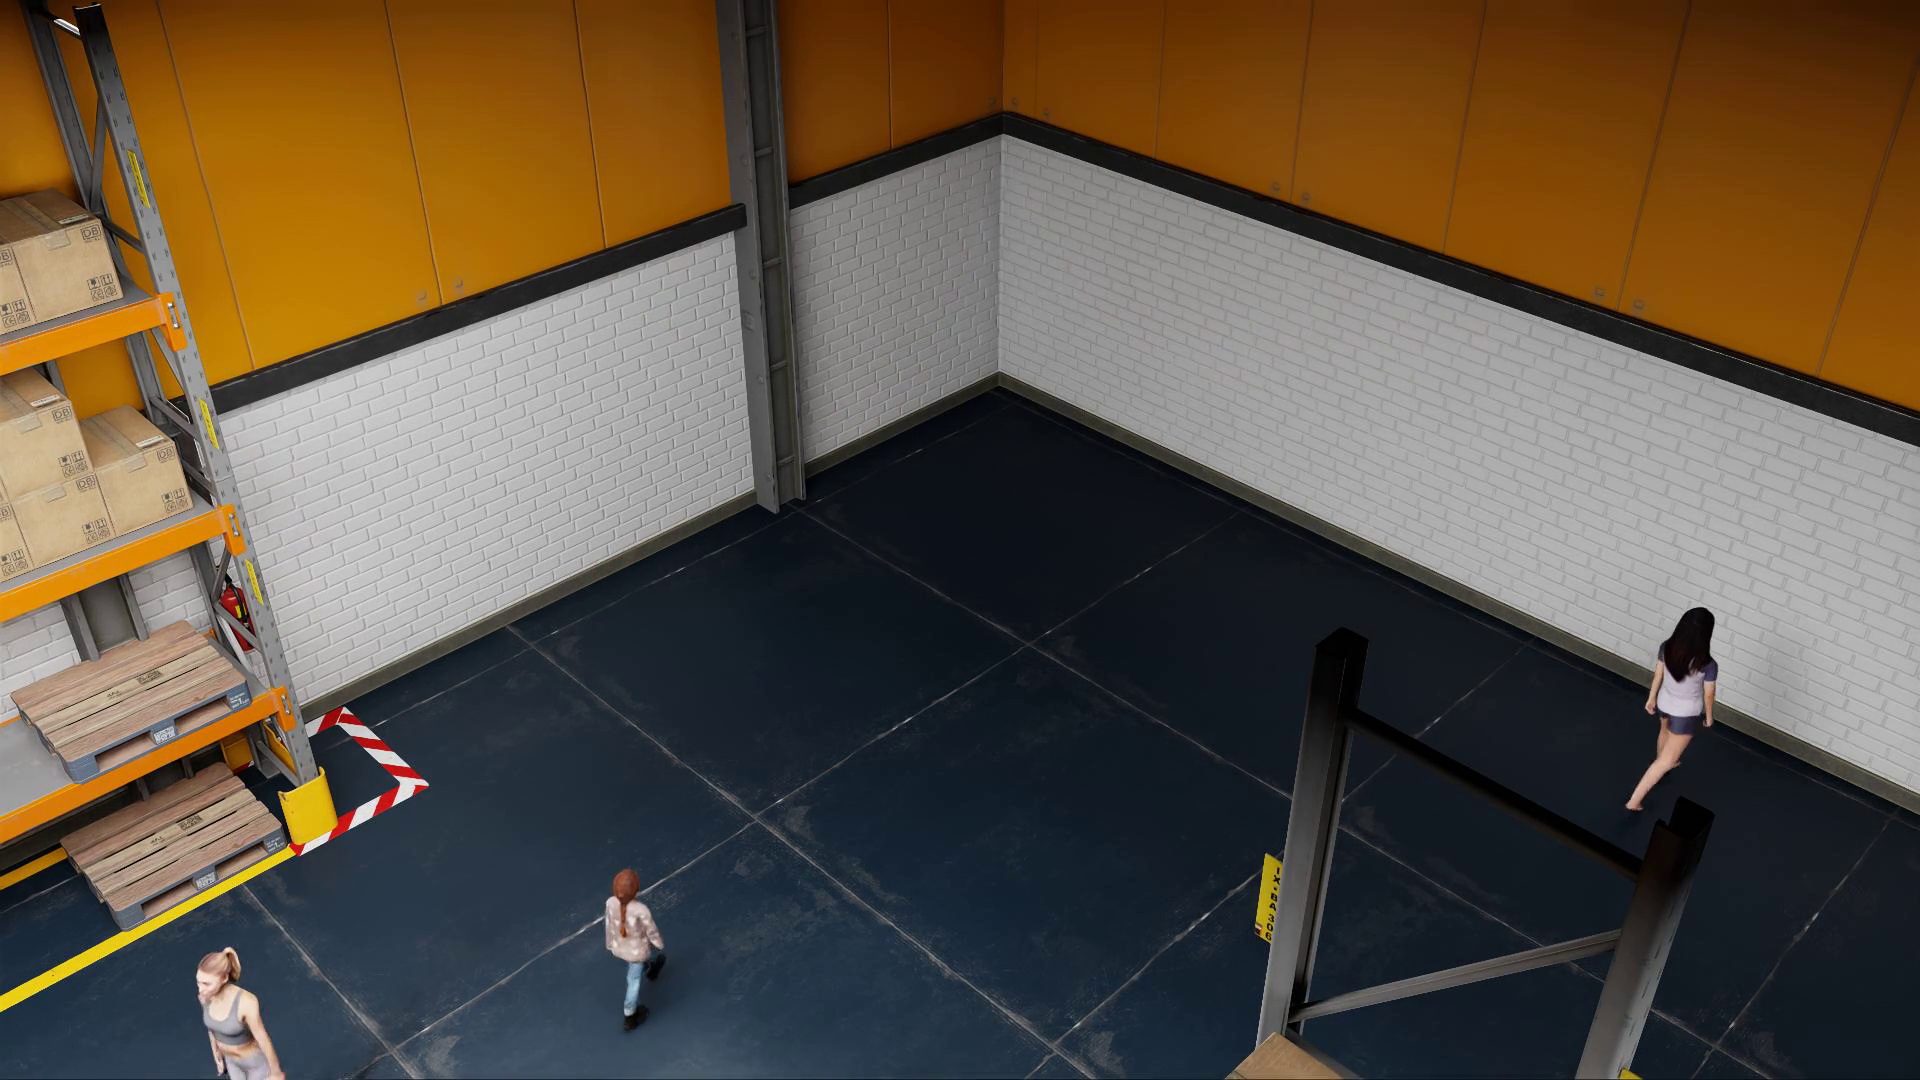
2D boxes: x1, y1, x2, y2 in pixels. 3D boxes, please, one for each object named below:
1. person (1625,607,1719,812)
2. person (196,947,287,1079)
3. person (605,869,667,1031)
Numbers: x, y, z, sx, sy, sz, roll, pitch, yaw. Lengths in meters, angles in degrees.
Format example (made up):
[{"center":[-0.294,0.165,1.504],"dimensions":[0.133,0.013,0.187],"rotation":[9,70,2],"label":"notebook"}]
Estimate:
[{"center":[5.183,1.255,12.087],"dimensions":[1.125,1.673,0.773],"rotation":[-19,38,-26],"label":"person"},{"center":[-4.015,2.935,9.537],"dimensions":[0.728,1.699,0.821],"rotation":[12,36,18],"label":"person"},{"center":[-2.100,2.601,10.523],"dimensions":[0.680,1.164,0.879],"rotation":[14,36,20],"label":"person"}]
